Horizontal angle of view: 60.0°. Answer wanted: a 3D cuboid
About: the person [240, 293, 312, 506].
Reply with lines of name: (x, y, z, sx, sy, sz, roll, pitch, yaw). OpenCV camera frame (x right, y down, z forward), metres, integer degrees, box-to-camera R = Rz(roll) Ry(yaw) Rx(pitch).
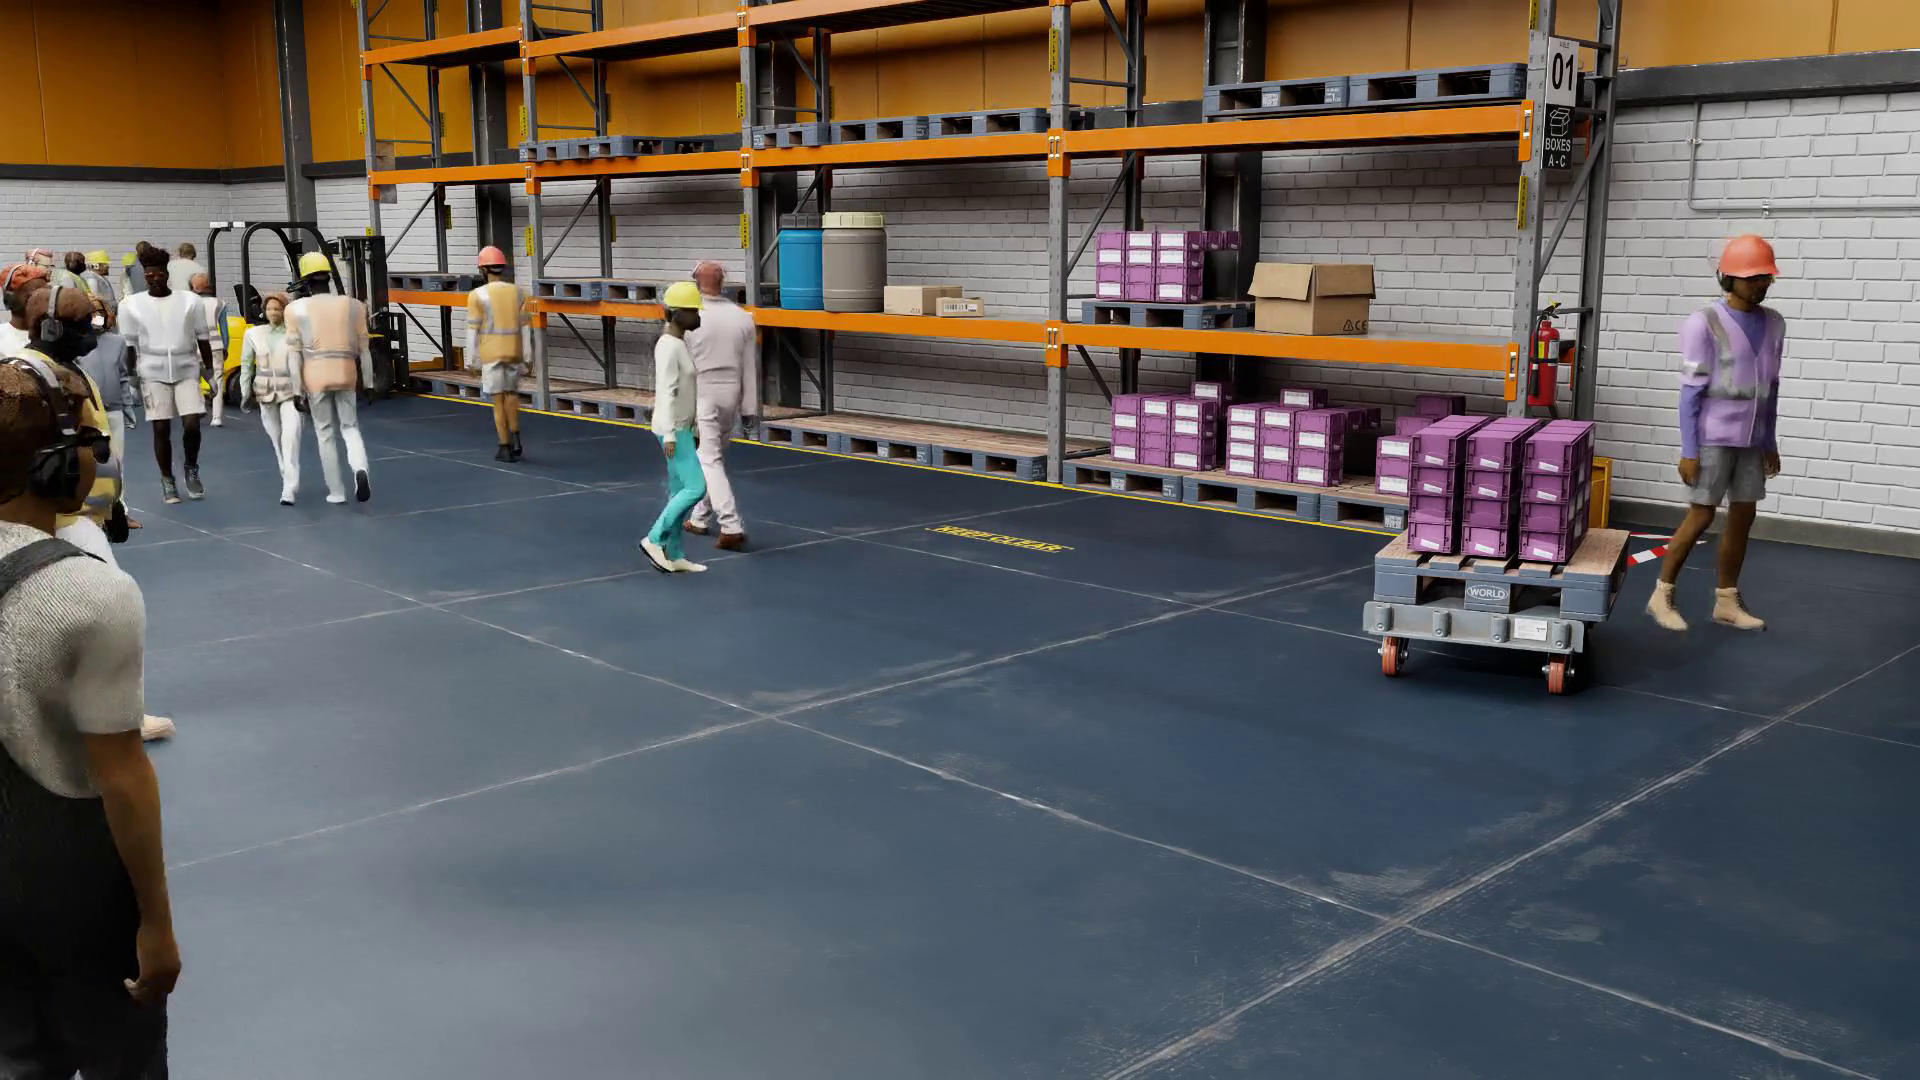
person: (-5.175, -1.078, 12.660, 0.515, 1.593, 0.877, -1, 10, -5)

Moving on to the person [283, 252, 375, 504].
person: (-4.658, -1.176, 12.341, 0.620, 1.895, 0.628, -7, 12, -33)

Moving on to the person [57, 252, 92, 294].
person: (-11.532, -2.883, 21.932, 0.912, 1.796, 0.635, -2, 11, -10)

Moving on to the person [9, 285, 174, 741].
person: (-3.444, -0.091, 6.623, 0.702, 1.820, 0.651, -3, 11, -14)

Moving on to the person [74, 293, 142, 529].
person: (-5.861, -0.857, 11.329, 0.280, 1.633, 0.502, 6, 12, 29)

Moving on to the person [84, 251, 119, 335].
person: (-11.598, -3.034, 22.722, 0.675, 1.805, 0.617, -1, 10, -7)

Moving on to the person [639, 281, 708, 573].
person: (-1.651, -0.649, 9.868, 0.367, 1.750, 0.544, 0, 10, 1)

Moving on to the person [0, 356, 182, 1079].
person: (-1.589, 0.608, 2.813, 0.528, 1.825, 0.588, 3, 11, 18)

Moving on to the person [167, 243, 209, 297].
person: (-11.439, -3.438, 24.643, 0.655, 1.911, 0.479, 0, 10, 0)

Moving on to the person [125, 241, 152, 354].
person: (-12.243, -3.521, 25.030, 0.628, 1.936, 0.374, 5, 11, 23)

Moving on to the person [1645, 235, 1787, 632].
person: (3.917, -0.526, 8.503, 0.665, 2.023, 0.564, -4, 11, -22)

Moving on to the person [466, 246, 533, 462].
person: (-4.132, -1.649, 14.855, 0.580, 1.922, 0.444, -9, 14, -40)

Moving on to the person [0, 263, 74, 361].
person: (-4.582, -0.421, 8.264, 0.341, 1.883, 0.587, 3, 11, 17)

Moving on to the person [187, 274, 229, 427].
person: (-8.064, -2.019, 17.700, 0.542, 1.603, 0.791, -8, 13, -38)

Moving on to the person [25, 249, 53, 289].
person: (-8.161, -1.637, 14.858, 0.405, 1.903, 0.636, -3, 11, -17)

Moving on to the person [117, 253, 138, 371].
person: (-12.402, -3.469, 25.243, 0.597, 1.773, 0.909, 1, 10, 5)

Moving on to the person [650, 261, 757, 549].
person: (-1.648, -0.888, 10.897, 0.649, 1.866, 0.981, -9, 14, -40)

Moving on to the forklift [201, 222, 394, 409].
forklift: (-8.169, -2.758, 20.163, 2.313, 2.155, 1.214, -10, 14, -44)

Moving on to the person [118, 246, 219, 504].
person: (-5.946, -1.228, 12.524, 0.664, 1.939, 0.473, -6, 12, -28)
